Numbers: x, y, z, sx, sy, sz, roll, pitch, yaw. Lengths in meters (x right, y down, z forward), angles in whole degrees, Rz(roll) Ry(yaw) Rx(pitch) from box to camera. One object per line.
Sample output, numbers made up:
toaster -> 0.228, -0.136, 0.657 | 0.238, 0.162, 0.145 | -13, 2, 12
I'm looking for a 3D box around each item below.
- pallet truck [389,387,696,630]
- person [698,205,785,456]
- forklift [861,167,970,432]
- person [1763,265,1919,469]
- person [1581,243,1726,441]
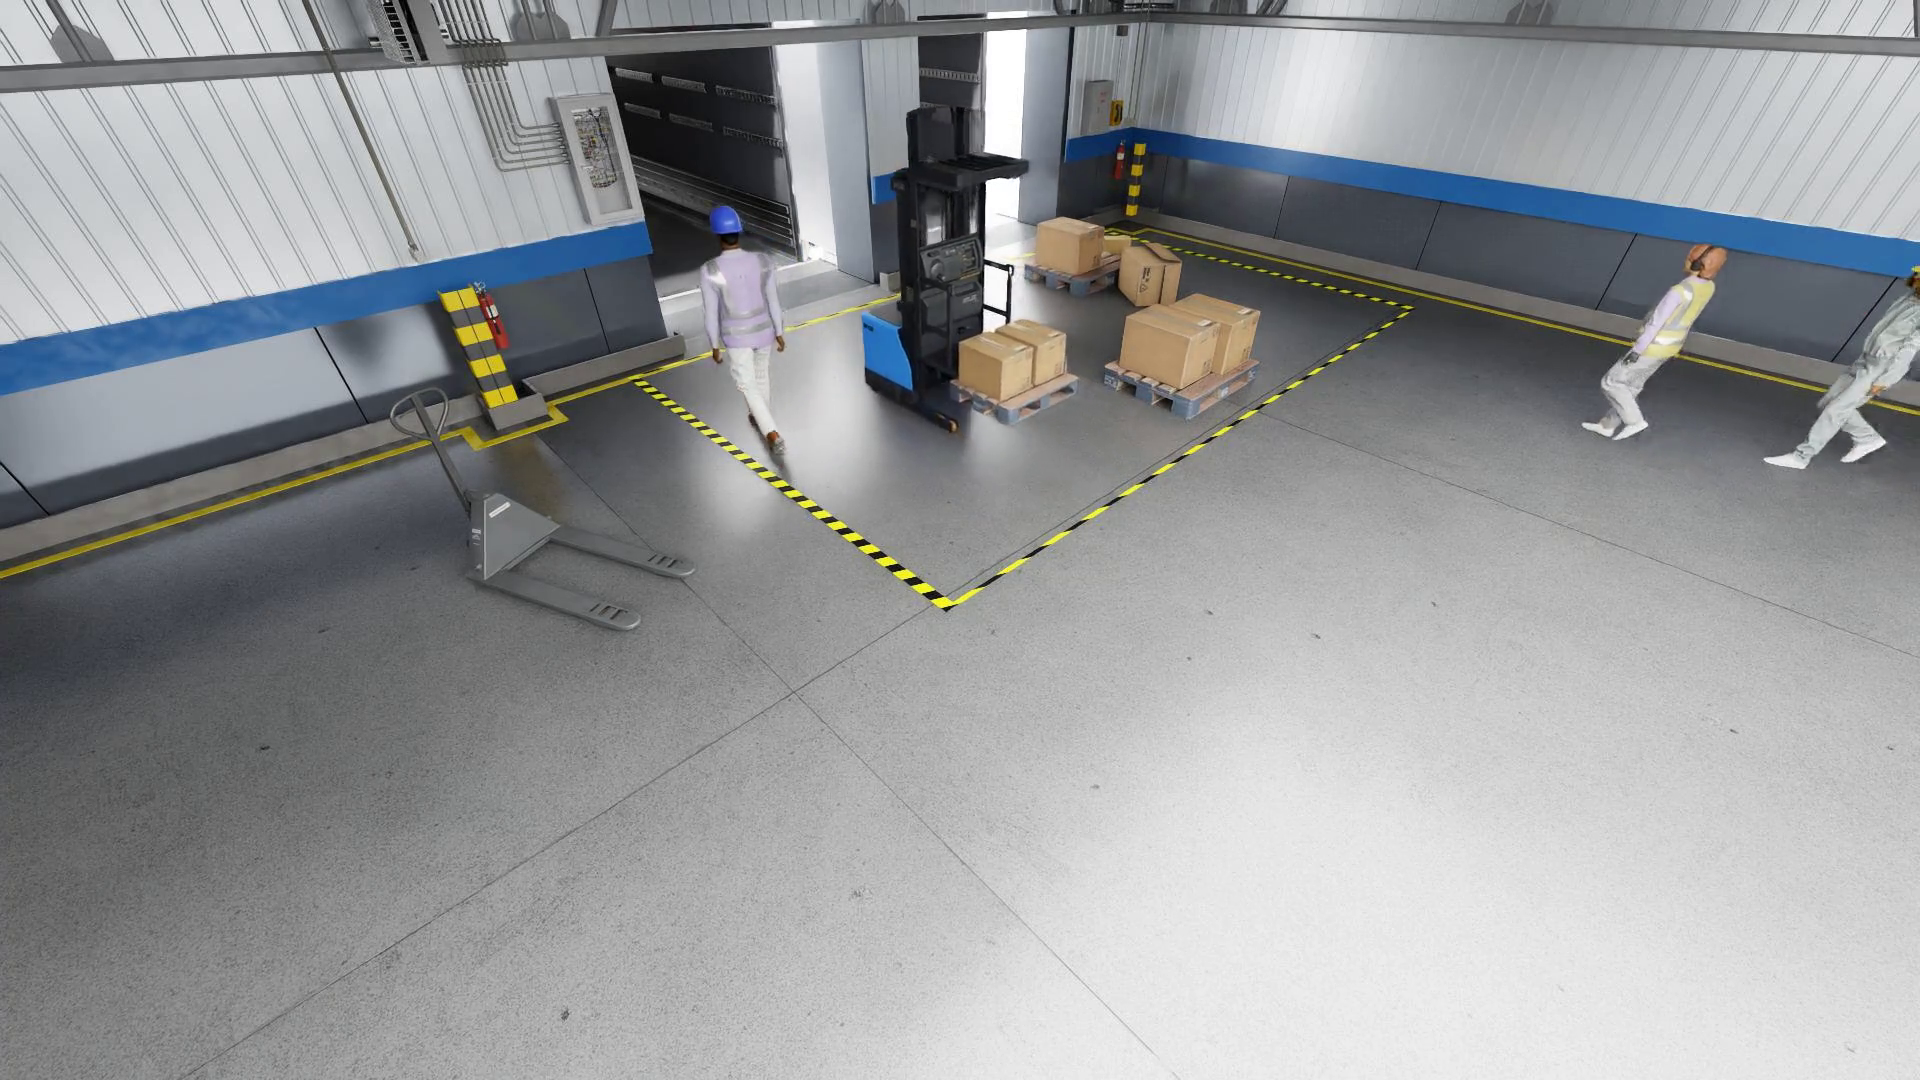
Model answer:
pallet truck -> -2.613, -0.247, 4.593 | 1.601, 1.201, 0.680 | 14, 40, 17
person -> -1.672, -1.608, 5.808 | 0.616, 1.912, 0.930 | -25, 44, -29
forklift -> -0.379, -2.255, 6.536 | 0.716, 2.013, 0.776 | -30, 47, -33
person -> 7.019, -1.273, 5.531 | 0.656, 1.721, 0.497 | 16, 41, 20
person -> 5.647, -1.516, 5.911 | 0.518, 1.629, 0.499 | -15, 40, -19
